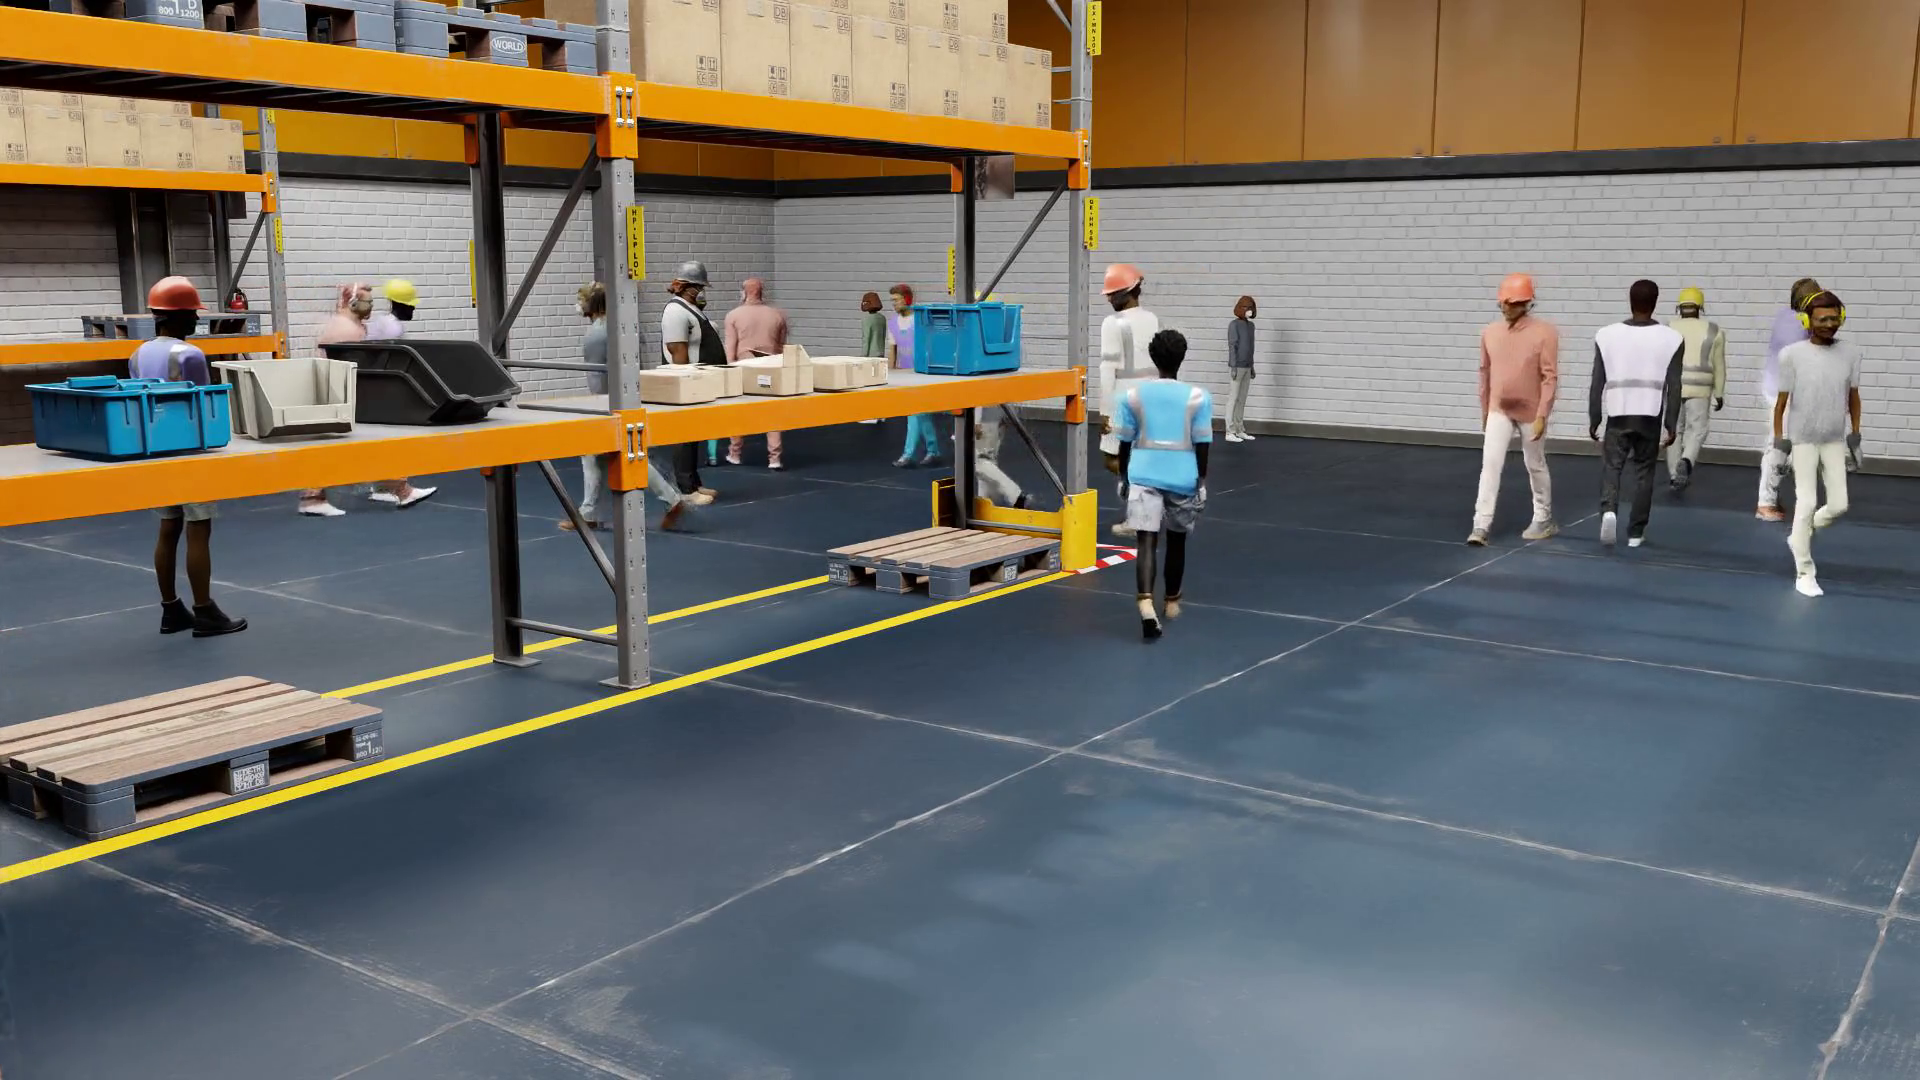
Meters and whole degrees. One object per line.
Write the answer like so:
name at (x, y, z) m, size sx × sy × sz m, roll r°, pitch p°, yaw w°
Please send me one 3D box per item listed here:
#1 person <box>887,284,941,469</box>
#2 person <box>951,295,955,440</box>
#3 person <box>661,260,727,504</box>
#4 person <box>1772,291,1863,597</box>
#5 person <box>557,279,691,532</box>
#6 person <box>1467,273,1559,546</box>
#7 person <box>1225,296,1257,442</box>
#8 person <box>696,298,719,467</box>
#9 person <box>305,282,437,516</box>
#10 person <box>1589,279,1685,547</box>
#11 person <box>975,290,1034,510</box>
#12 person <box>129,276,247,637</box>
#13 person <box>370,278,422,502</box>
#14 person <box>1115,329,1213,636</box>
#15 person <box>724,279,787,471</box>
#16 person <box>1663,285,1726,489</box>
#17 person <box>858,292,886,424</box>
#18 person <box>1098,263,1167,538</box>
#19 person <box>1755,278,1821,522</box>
person at (-0.480, -1.597, 16.275) m, size 0.578 × 1.786 × 0.874 m, roll 9°, pitch 13°, yaw 44°
person at (0.023, -1.988, 18.454) m, size 0.524 × 1.848 × 0.673 m, roll -5°, pitch 11°, yaw -28°
person at (-2.217, -1.328, 13.946) m, size 0.538 × 2.000 × 0.681 m, roll 0°, pitch 10°, yaw -2°
person at (5.215, -0.592, 10.147) m, size 0.538 × 1.844 × 0.510 m, roll 1°, pitch 10°, yaw 3°
person at (-2.498, -0.975, 12.311) m, size 0.979 × 1.903 × 0.638 m, roll 0°, pitch 10°, yaw 0°
person at (3.982, -0.925, 11.874) m, size 0.618 × 1.941 × 0.997 m, roll 8°, pitch 13°, yaw 40°
person at (3.172, -1.924, 18.709) m, size 0.282 × 1.633 × 0.498 m, roll 8°, pitch 12°, yaw 38°
person at (-2.574, -1.573, 16.215) m, size 0.533 × 1.772 × 0.299 m, roll -8°, pitch 13°, yaw -41°
person at (-4.753, -1.107, 13.205) m, size 1.027 × 1.847 × 0.644 m, roll -2°, pitch 10°, yaw -14°
person at (4.711, -0.867, 11.630) m, size 0.602 × 1.902 × 0.714 m, roll 4°, pitch 10°, yaw 23°
person at (0.266, -0.951, 12.411) m, size 0.614 × 1.814 × 0.606 m, roll 5°, pitch 11°, yaw 29°
person at (-4.178, -0.441, 8.989) m, size 0.552 × 1.939 × 0.371 m, roll 5°, pitch 11°, yaw 27°
person at (-4.724, -1.247, 13.931) m, size 0.510 × 1.881 × 0.614 m, roll -3°, pitch 10°, yaw -19°
person at (1.104, -0.316, 9.071) m, size 0.530 × 1.666 × 0.840 m, roll 2°, pitch 10°, yaw 10°
person at (-2.004, -1.611, 16.237) m, size 0.678 × 1.843 × 0.968 m, roll -4°, pitch 10°, yaw -24°
person at (6.346, -1.315, 14.537) m, size 0.603 × 1.816 × 0.674 m, roll 6°, pitch 11°, yaw 33°
person at (-1.093, -2.268, 20.755) m, size 0.279 × 1.633 × 0.501 m, roll 5°, pitch 11°, yaw 27°
person at (1.280, -0.969, 11.900) m, size 0.657 × 2.011 × 0.618 m, roll -8°, pitch 13°, yaw -41°
person at (6.485, -1.095, 13.034) m, size 0.368 × 1.896 × 0.743 m, roll 4°, pitch 10°, yaw 22°
